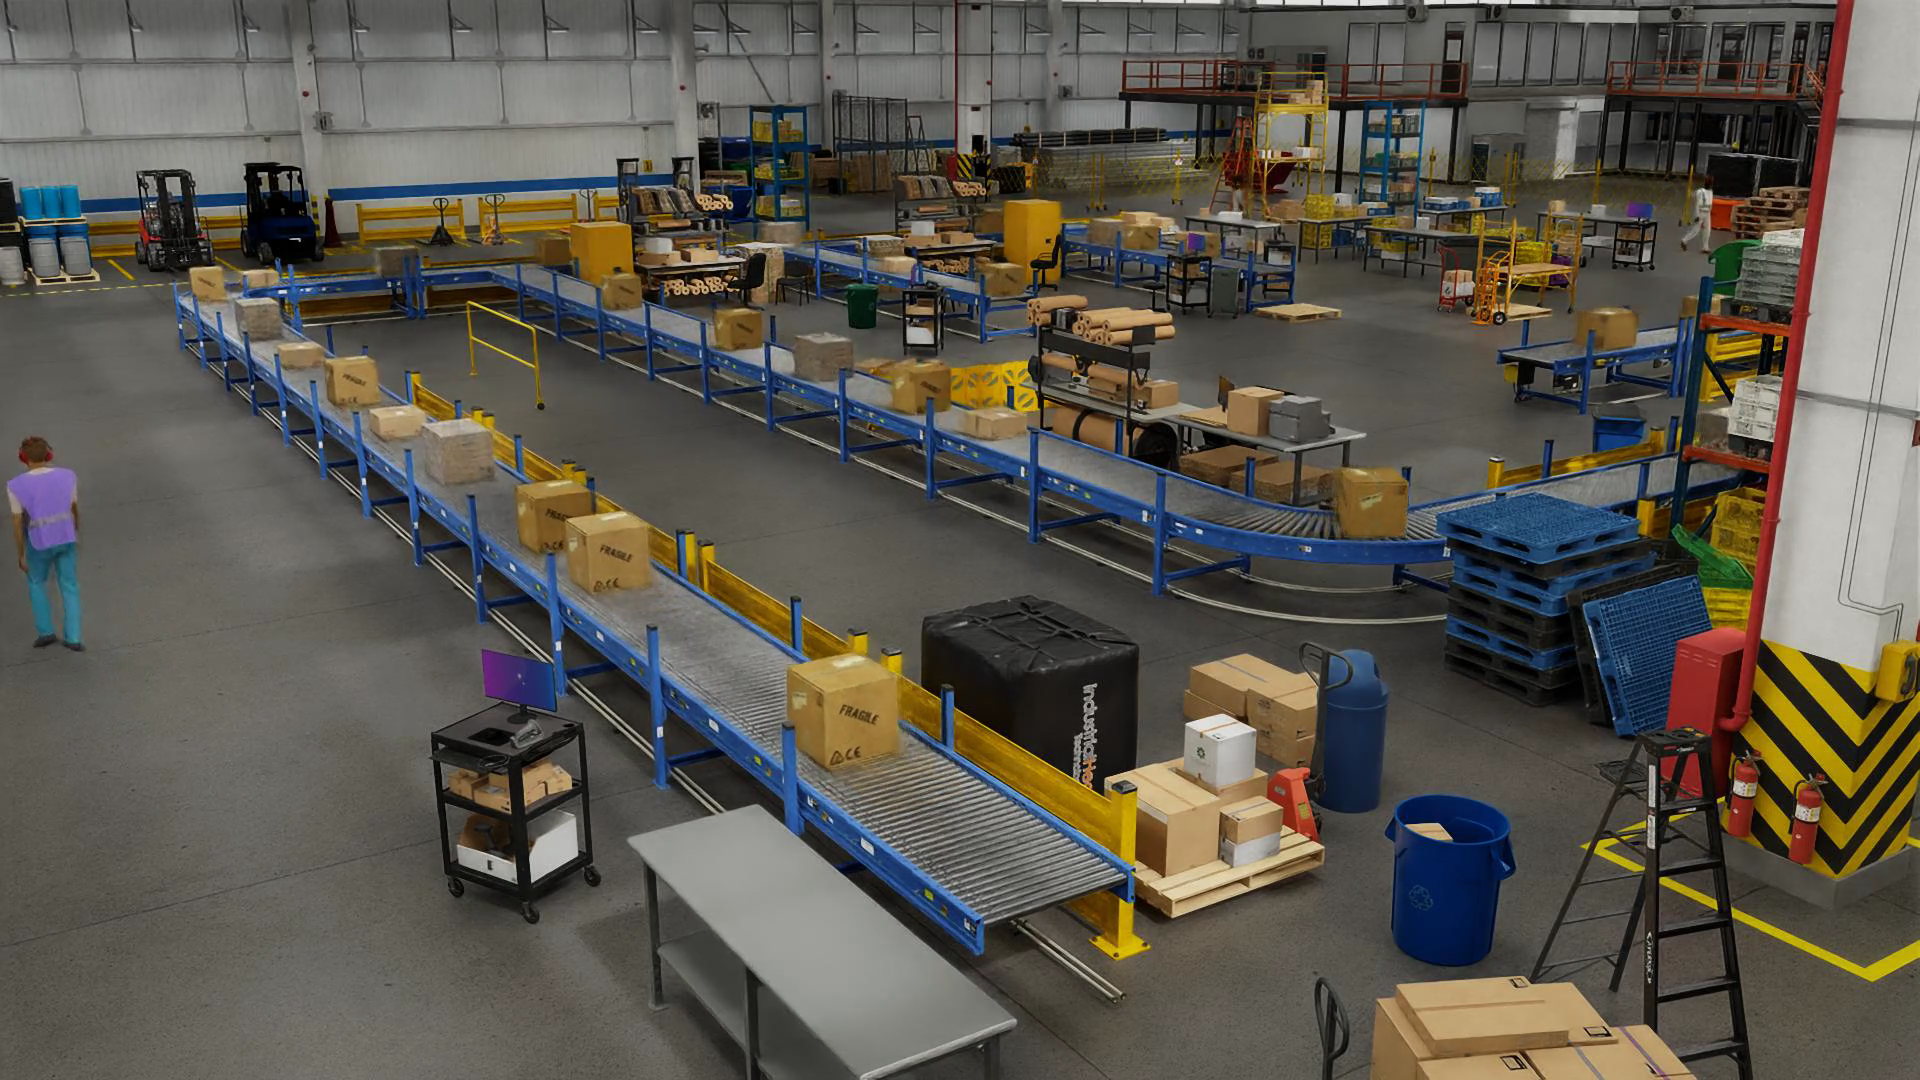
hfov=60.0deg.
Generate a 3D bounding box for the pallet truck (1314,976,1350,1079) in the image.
[{"bbox_3d":[2.299,2.390,7.086,1.601,1.201,0.680,-2,17,-7],"label":"pallet truck"}]

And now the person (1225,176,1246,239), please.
[{"bbox_3d":[6.544,-7.810,39.999,0.950,1.826,0.516,2,17,7],"label":"person"}]

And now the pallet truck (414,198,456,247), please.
[{"bbox_3d":[-13.250,-8.060,41.856,0.680,1.201,1.601,-10,20,-31],"label":"pallet truck"}]

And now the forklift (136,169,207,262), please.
[{"bbox_3d":[-17.842,-7.318,37.559,1.157,1.987,2.680,-10,20,-31],"label":"forklift"}]

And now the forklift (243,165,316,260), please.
[{"bbox_3d":[-15.898,-7.669,38.708,1.157,1.987,2.680,-11,20,-33],"label":"forklift"}]

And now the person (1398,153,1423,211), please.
[{"bbox_3d":[13.617,-10.732,49.911,0.892,1.721,0.537,13,21,37],"label":"person"}]

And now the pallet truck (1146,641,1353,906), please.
[{"bbox_3d":[1.664,1.407,10.232,1.630,1.274,0.653,-10,20,-31],"label":"pallet truck"}]

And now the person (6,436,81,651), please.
[{"bbox_3d":[-7.616,0.036,13.912,0.554,1.816,0.575,15,22,41],"label":"person"}]

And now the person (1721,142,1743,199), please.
[{"bbox_3d":[24.026,-11.411,51.806,0.588,1.930,0.361,1,17,3],"label":"person"}]

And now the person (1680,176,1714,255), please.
[{"bbox_3d":[17.776,-7.798,39.894,0.583,1.863,0.801,-9,19,-27],"label":"person"}]

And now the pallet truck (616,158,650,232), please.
[{"bbox_3d":[-8.918,-9.176,44.255,0.823,1.965,1.885,-9,19,-27],"label":"pallet truck"}]

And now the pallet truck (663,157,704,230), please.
[{"bbox_3d":[-7.586,-9.308,44.692,0.823,1.965,1.885,-11,20,-33],"label":"pallet truck"}]

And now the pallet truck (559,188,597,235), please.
[{"bbox_3d":[-10.010,-8.652,43.699,0.653,1.274,1.630,-10,20,-31],"label":"pallet truck"}]

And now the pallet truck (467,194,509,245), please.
[{"bbox_3d":[-11.983,-8.177,42.137,0.704,1.261,1.522,-11,20,-33],"label":"pallet truck"}]
